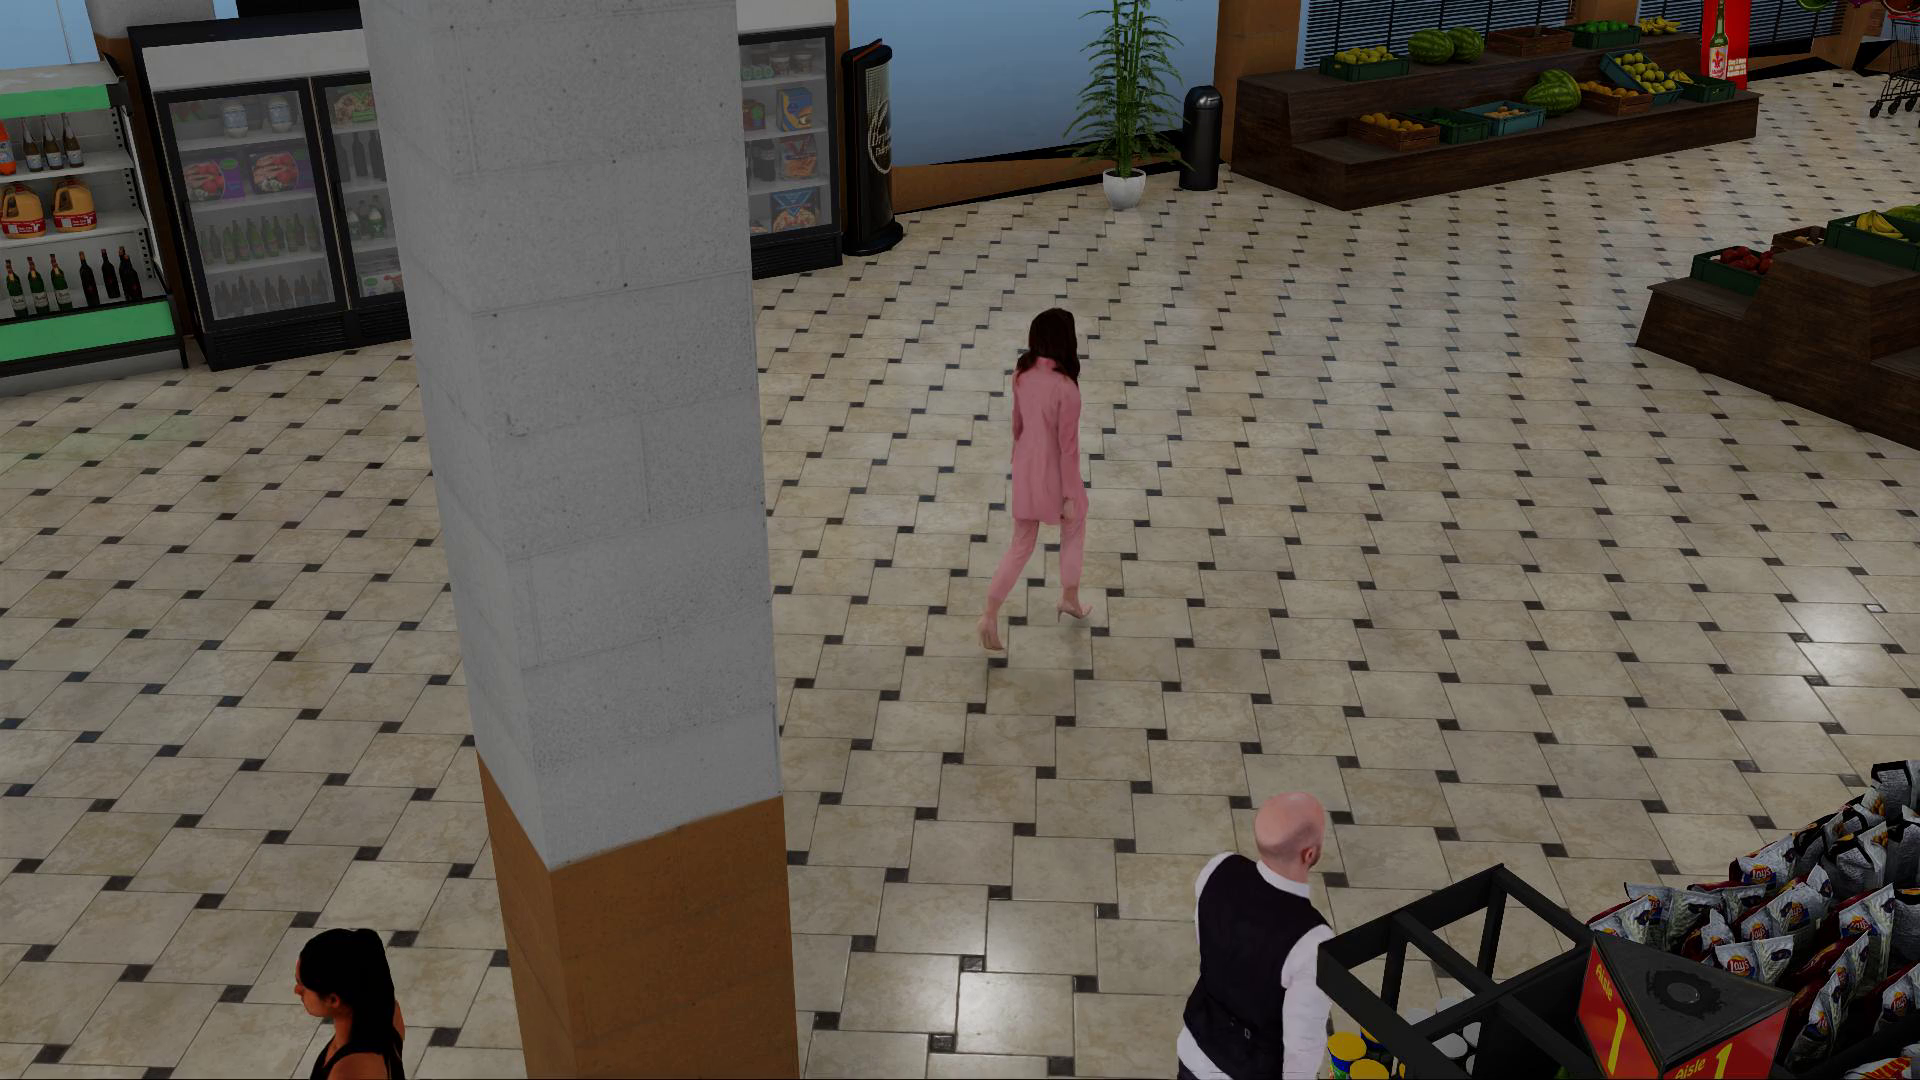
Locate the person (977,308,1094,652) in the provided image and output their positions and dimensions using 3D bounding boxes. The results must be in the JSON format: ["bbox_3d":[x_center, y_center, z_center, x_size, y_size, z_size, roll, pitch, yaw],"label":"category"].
[{"bbox_3d":[0.352,-0.240,8.191,0.841,1.765,1.171,23,35,37],"label":"person"}]

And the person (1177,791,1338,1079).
[{"bbox_3d":[0.738,1.535,4.668,1.111,1.785,0.796,-20,33,-34],"label":"person"}]

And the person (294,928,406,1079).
[{"bbox_3d":[-1.463,1.707,4.471,0.784,1.656,0.717,-2,27,-4],"label":"person"}]
